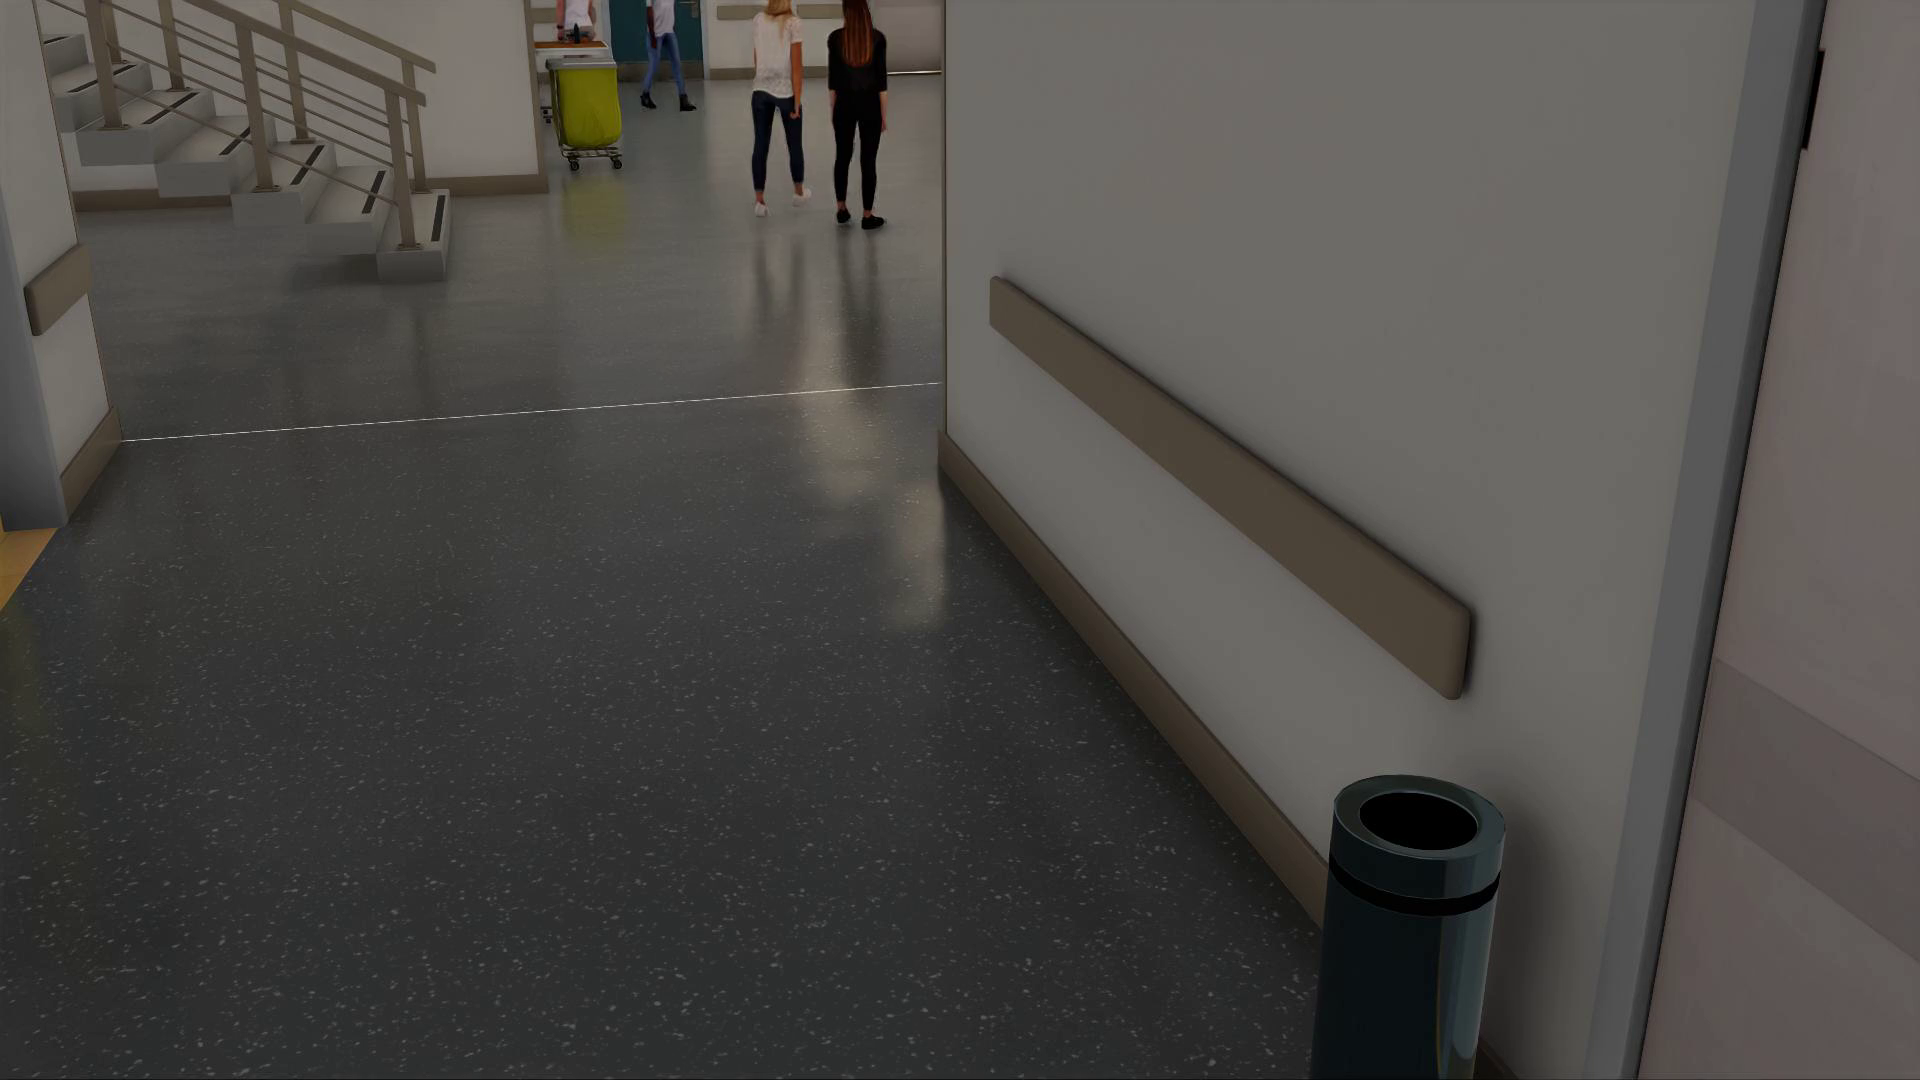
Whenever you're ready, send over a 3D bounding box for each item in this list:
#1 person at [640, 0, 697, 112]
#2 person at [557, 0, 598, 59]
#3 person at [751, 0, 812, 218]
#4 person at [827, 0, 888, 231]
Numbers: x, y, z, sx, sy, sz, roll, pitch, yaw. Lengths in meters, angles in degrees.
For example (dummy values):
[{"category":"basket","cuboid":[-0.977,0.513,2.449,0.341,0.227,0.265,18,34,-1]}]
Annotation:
[{"category":"person","cuboid":[-3.503,-5.777,19.184,1.040,1.670,1.158,19,28,41]},{"category":"person","cuboid":[-4.397,-5.879,19.152,0.826,1.883,0.732,15,25,34]},{"category":"person","cuboid":[-1.407,-3.247,12.389,1.214,1.750,1.057,5,21,12]},{"category":"person","cuboid":[-0.758,-3.155,12.217,0.648,1.700,0.744,5,21,12]}]
